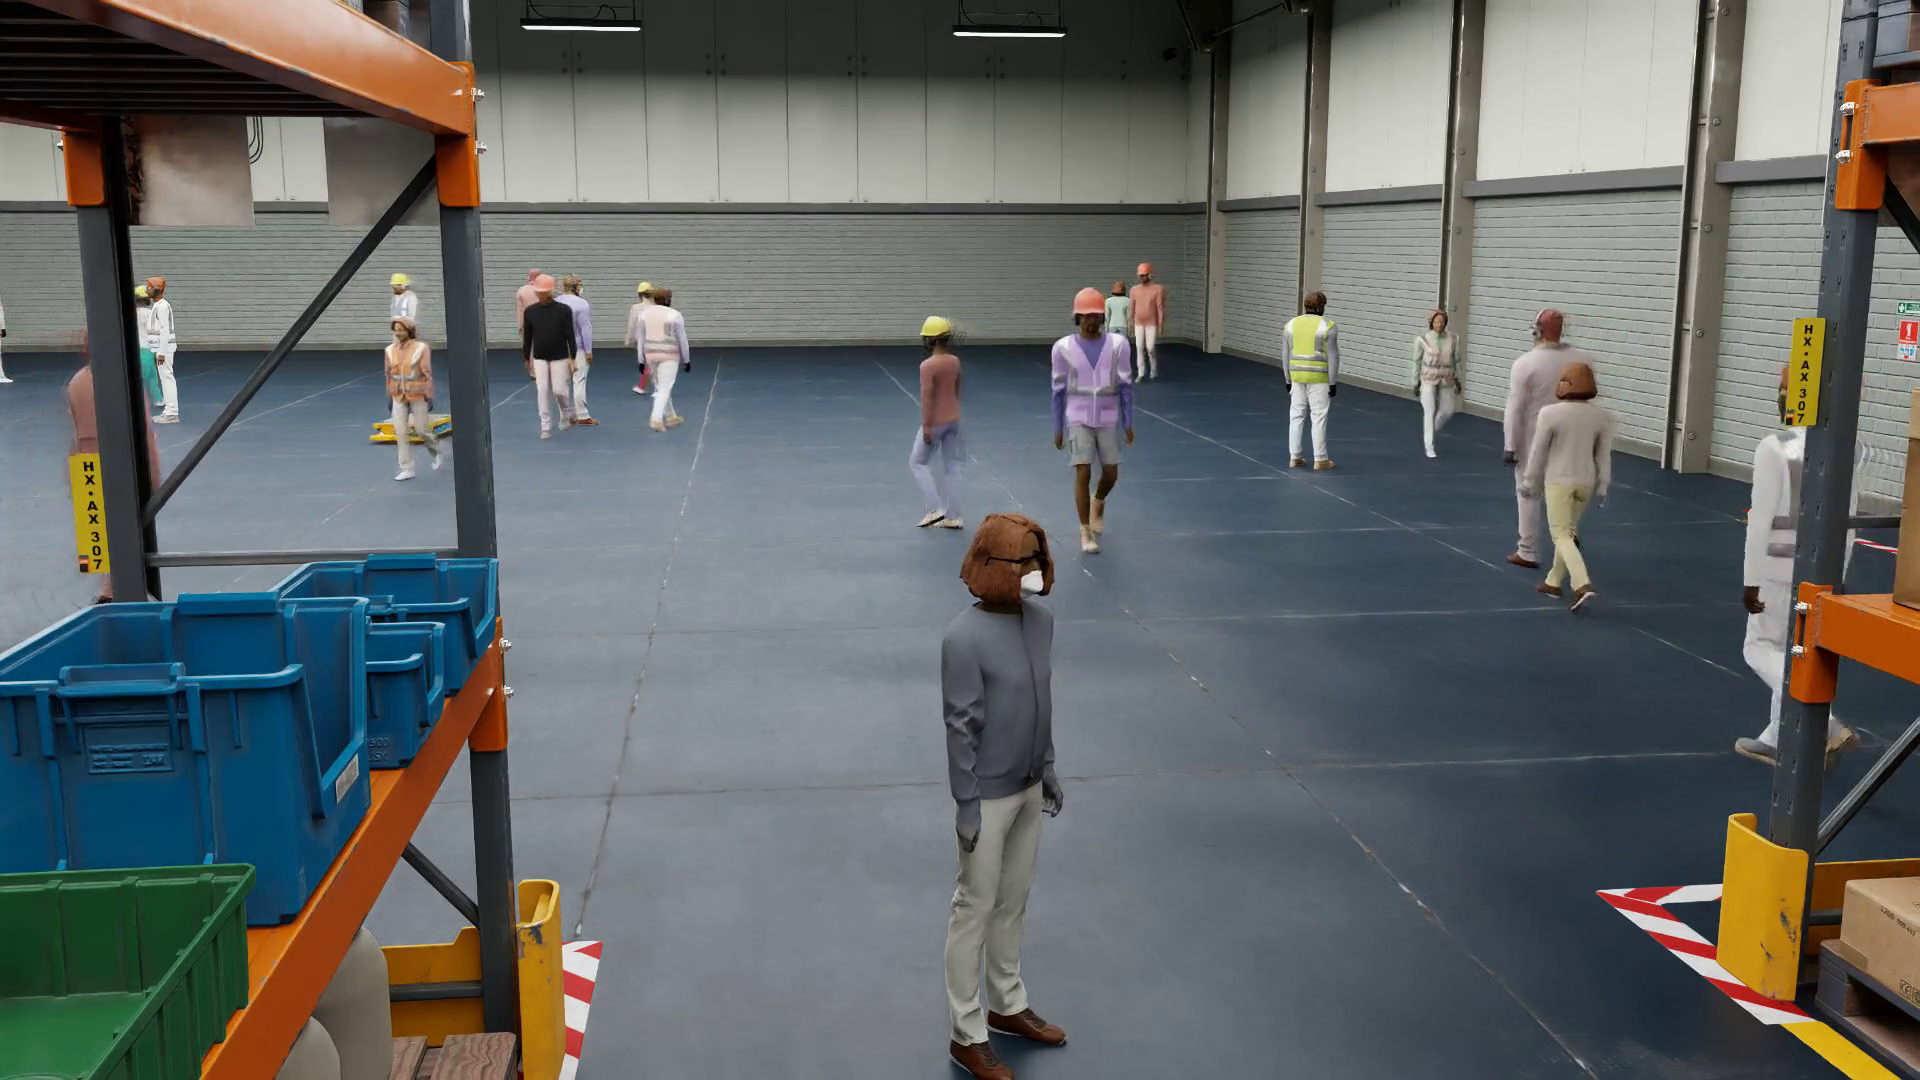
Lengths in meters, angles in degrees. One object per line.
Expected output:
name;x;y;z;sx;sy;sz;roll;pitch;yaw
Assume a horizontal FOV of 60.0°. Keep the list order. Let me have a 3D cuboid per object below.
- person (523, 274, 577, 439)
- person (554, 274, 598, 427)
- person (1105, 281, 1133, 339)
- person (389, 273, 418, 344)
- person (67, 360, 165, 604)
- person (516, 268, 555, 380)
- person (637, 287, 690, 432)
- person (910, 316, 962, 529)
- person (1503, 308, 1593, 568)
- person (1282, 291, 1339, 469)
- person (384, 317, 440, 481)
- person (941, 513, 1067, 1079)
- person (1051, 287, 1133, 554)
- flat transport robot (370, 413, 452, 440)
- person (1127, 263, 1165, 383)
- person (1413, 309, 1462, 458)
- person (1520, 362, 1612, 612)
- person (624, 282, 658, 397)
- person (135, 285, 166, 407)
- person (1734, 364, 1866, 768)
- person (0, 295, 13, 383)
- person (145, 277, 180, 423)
person;-4.901;-2.193;19.897;0.655;1.970;0.596;1;10;3
person;-4.927;-2.408;21.167;0.628;1.936;0.377;6;12;30
person;2.755;-3.663;28.871;0.497;1.633;0.283;3;11;14
person;-9.132;-3.464;27.300;0.587;1.811;0.426;7;12;32
person;-5.133;-0.395;10.260;0.670;1.883;0.450;7;12;32
person;-7.079;-3.601;27.832;0.653;1.893;0.536;-2;11;-13
person;-3.708;-2.255;20.735;0.618;1.799;0.984;4;11;21
person;-0.174;-0.956;13.686;0.439;1.754;0.523;8;13;39
person;4.219;-0.717;11.993;0.668;1.893;0.500;-3;11;-16
person;3.658;-1.658;17.308;0.623;1.844;0.430;9;14;41
person;-5.459;-1.417;16.583;0.526;1.619;0.556;2;11;11
person;0.130;0.727;4.805;0.285;1.633;0.499;7;12;33
person;1.009;-0.927;12.795;0.640;2.029;0.621;0;10;-2
flat transport robot;-6.523;-1.363;20.000;0.652;0.197;1.431;0;10;1
person;3.057;-3.578;27.459;0.646;1.976;0.450;5;12;28
person;5.229;-1.728;18.290;0.532;1.622;0.568;-1;10;-4
person;3.998;-0.355;10.830;0.512;1.600;0.809;-2;11;-10
person;-4.743;-3.019;25.103;0.900;1.720;0.535;9;14;40
person;-11.448;-2.689;23.249;0.538;1.735;0.855;5;12;27
person;3.747;0.147;7.341;0.585;1.867;0.639;-3;11;-18
person;-15.974;-3.534;27.351;0.589;1.930;0.360;1;10;8
person;-10.355;-2.456;21.570;0.355;1.883;0.575;-5;12;-28
